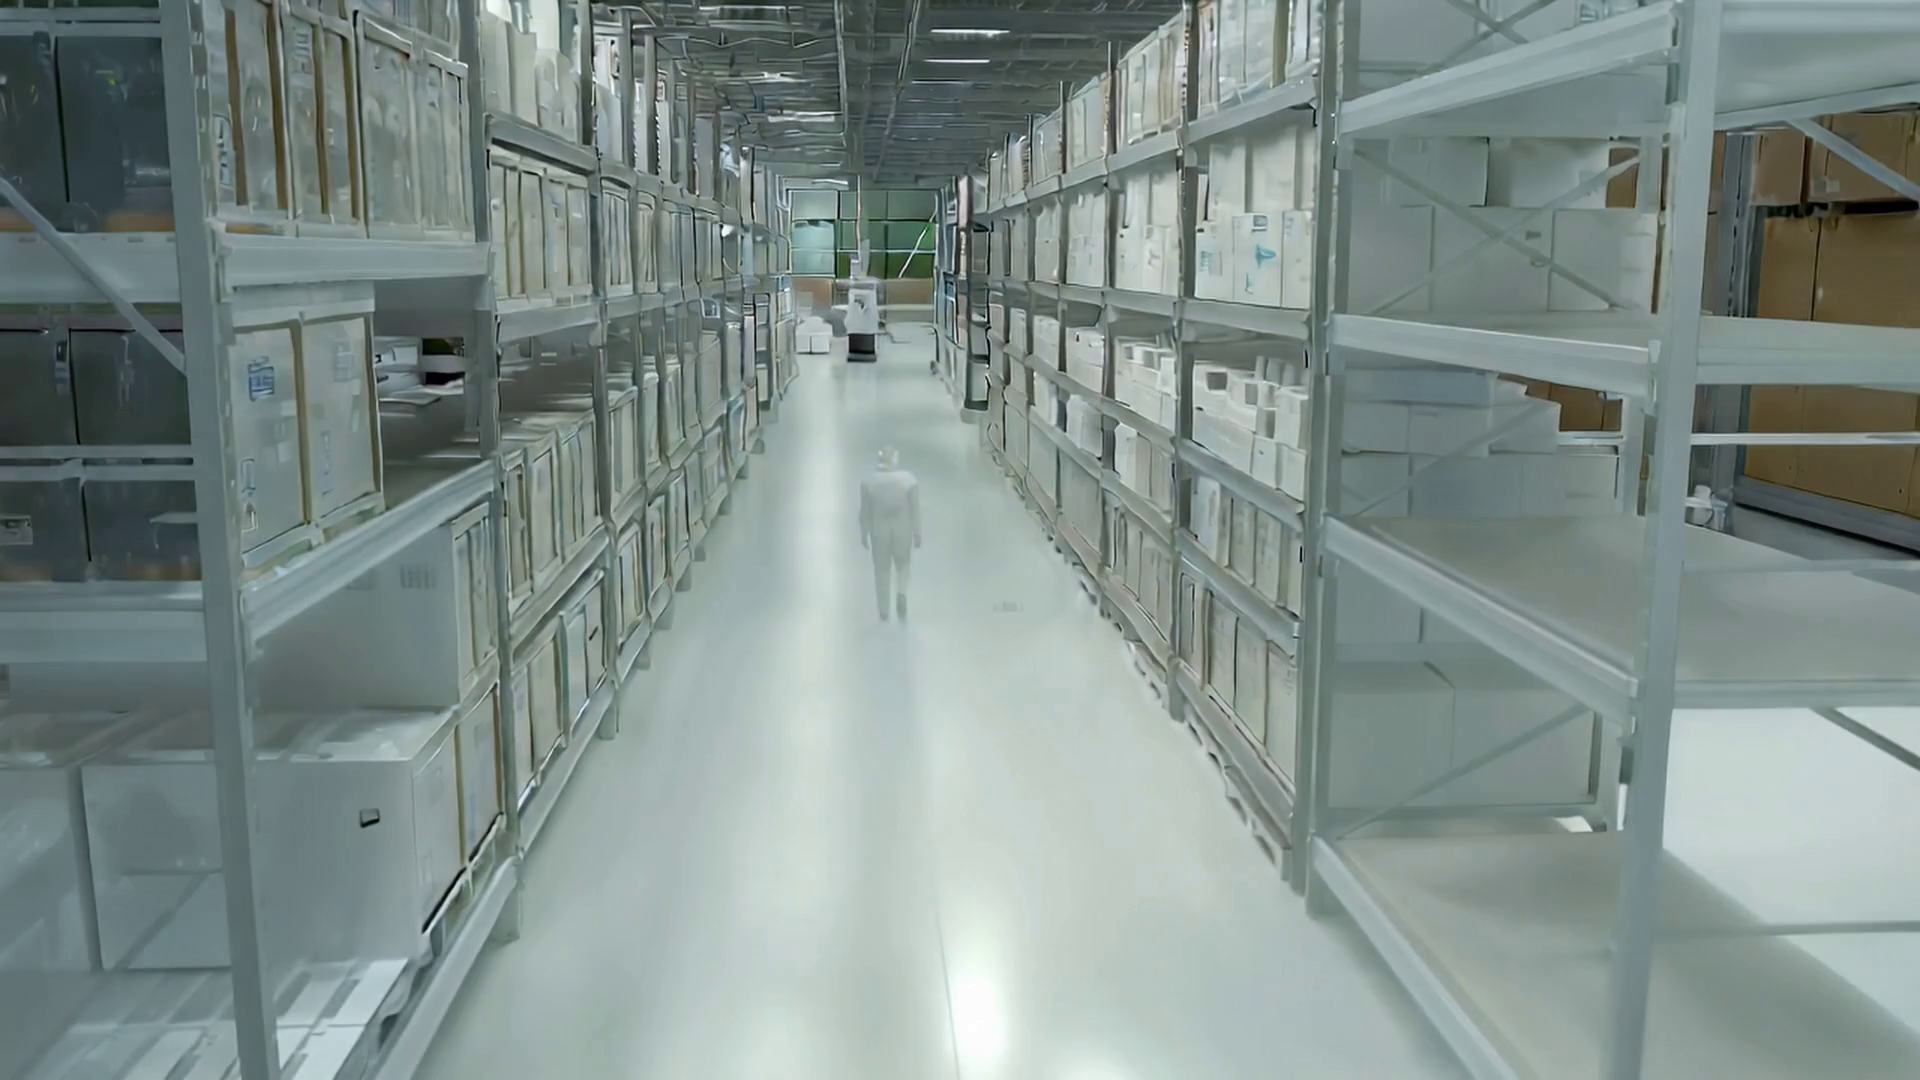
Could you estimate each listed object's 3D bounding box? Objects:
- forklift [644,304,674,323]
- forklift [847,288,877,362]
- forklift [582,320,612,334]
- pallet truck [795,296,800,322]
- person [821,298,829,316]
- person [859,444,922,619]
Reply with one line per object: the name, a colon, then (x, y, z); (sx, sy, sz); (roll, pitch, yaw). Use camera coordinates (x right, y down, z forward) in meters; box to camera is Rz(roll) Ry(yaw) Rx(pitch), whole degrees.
forklift: (-9.189, -6.119, 51.020); (1.129, 2.768, 1.873); (-5, 11, -28)
forklift: (-3.778, -8.296, 64.022); (1.129, 2.768, 1.873); (-1, 10, -4)
forklift: (-9.214, -4.714, 42.625); (1.129, 2.768, 1.873); (-1, 10, -4)
pallet truck: (-8.622, -12.439, 91.403); (1.885, 1.965, 0.823); (2, 10, 13)
person: (-7.075, -11.814, 87.883); (0.449, 1.922, 0.666); (-6, 11, -34)
person: (-0.753, -0.093, 17.974); (0.678, 1.889, 0.435); (-1, 10, -7)
